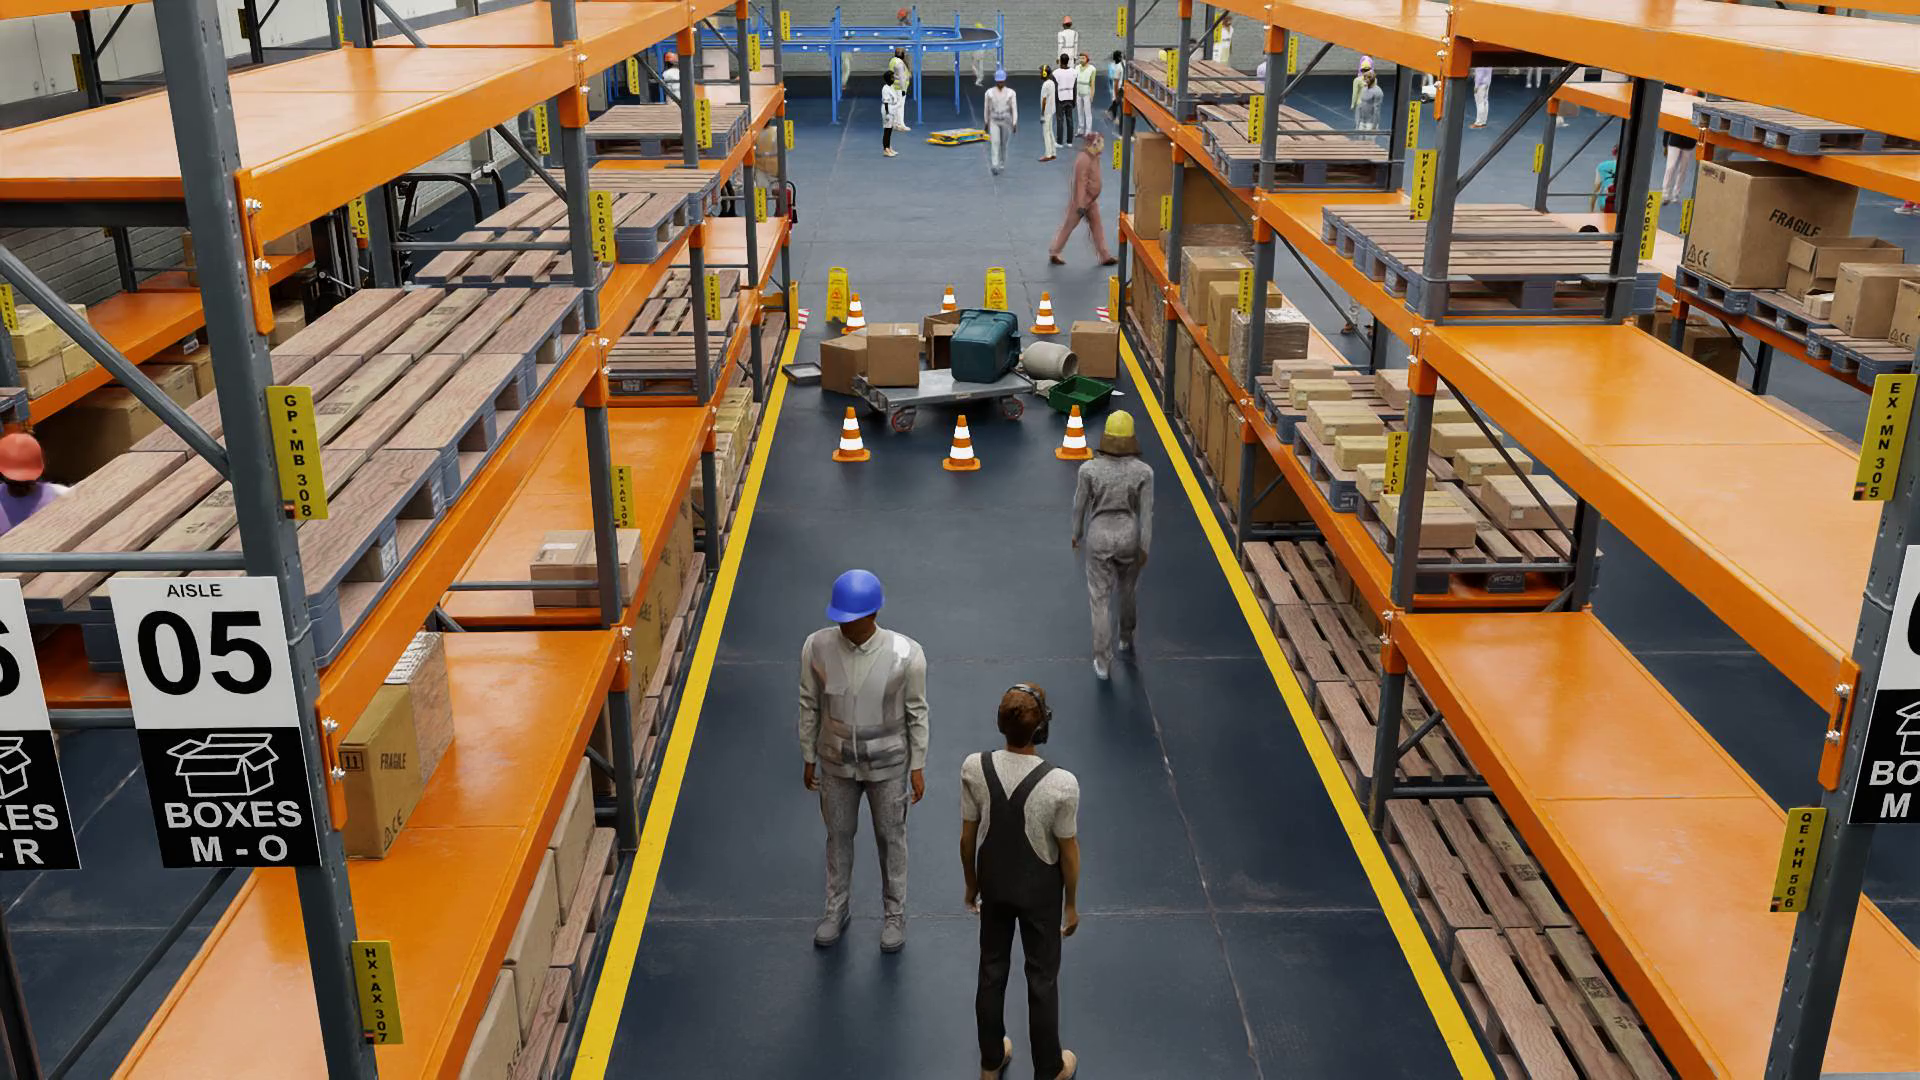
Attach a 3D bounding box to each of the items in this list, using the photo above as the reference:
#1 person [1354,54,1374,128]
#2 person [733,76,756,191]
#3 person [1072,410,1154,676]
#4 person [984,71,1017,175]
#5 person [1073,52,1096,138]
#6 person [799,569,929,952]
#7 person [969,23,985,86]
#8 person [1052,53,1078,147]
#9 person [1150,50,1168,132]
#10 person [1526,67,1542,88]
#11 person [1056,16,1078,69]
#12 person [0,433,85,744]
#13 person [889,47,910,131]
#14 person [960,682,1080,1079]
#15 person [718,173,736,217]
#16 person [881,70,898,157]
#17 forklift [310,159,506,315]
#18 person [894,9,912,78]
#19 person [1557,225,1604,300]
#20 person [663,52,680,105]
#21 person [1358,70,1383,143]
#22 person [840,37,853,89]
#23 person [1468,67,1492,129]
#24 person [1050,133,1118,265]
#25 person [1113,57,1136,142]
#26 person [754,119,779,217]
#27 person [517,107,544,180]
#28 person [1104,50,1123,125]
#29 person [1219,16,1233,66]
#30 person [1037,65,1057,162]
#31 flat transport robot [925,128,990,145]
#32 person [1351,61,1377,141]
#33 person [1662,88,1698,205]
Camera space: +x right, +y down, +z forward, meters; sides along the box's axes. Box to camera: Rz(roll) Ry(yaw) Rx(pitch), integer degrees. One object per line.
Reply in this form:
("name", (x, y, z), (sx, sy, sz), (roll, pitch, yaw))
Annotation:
("person", (9.240, -10.317, 37.768), (0.362, 1.935, 0.553), (-4, 21, -9))
("person", (-3.817, -7.138, 29.283), (0.610, 1.996, 0.378), (8, 22, 19))
("person", (0.988, -0.019, 10.868), (0.508, 1.712, 0.807), (0, 21, 0))
("person", (0.774, -7.919, 31.502), (0.629, 1.897, 0.992), (1, 21, 2))
("person", (2.730, -9.724, 36.344), (0.394, 1.836, 0.560), (-17, 27, -38))
("person", (-0.451, 1.028, 7.769), (0.609, 1.943, 0.402), (4, 21, 10))
("person", (0.498, -13.793, 47.243), (0.501, 1.727, 0.380), (-18, 27, -39))
("person", (2.186, -9.223, 34.903), (0.590, 1.919, 0.392), (-10, 23, -24))
("person", (4.281, -9.676, 36.143), (0.586, 1.893, 0.715), (-5, 21, -14))
("person", (16.139, -13.496, 46.509), (0.511, 1.689, 0.918), (0, 21, 1))
("person", (2.867, -13.060, 44.870), (0.616, 2.041, 0.379), (-11, 24, -28))
("person", (-5.302, 0.347, 9.515), (0.676, 1.972, 1.039), (1, 21, 3))
("person", (-1.361, -10.201, 37.605), (0.429, 1.838, 0.622), (-8, 22, -21))
("person", (0.248, 1.440, 6.820), (0.506, 1.846, 0.351), (9, 22, 22))
("person", (-3.819, -6.055, 26.503), (0.375, 1.937, 0.543), (8, 22, 19))
("person", (-1.425, -8.619, 33.613), (0.315, 1.696, 0.541), (3, 21, 9))
("forklift", (-5.622, -2.910, 17.832), (2.313, 2.155, 1.214), (-1, 21, -1))
("person", (-1.719, -14.677, 49.234), (0.785, 1.984, 0.616), (8, 22, 21))
("person", (5.926, -2.079, 16.019), (0.593, 1.920, 0.392), (-6, 22, -16))
("person", (-6.048, -9.301, 35.100), (0.447, 1.921, 0.552), (18, 27, 40))
("person", (7.633, -7.773, 31.061), (0.376, 1.928, 0.637), (-6, 22, -15))
("person", (-3.162, -13.393, 46.358), (0.422, 1.596, 0.569), (2, 21, 5))
("person", (11.881, -10.348, 37.847), (0.362, 1.938, 0.631), (17, 26, 37))
("person", (1.745, -4.739, 23.179), (1.037, 1.837, 0.716), (8, 22, 21))
("person", (3.678, -9.545, 35.583), (0.689, 2.000, 0.645), (-6, 22, -16))
("person", (-2.999, -5.830, 25.948), (0.545, 1.916, 0.826), (2, 21, 5))
("person", (-7.381, -6.867, 28.800), (0.591, 1.829, 0.404), (17, 27, 38))
("person", (3.597, -10.515, 38.634), (0.476, 1.682, 0.551), (13, 24, 30))
("person", (7.725, -14.387, 48.674), (0.587, 1.830, 0.459), (-18, 27, -39))
("person", (1.733, -8.450, 32.952), (0.340, 1.858, 0.516), (9, 22, 22))
("flat transport robot", (-0.031, -8.685, 35.772), (0.652, 0.197, 1.431), (18, 27, 39))
("person", (8.458, -9.145, 34.907), (0.524, 1.769, 0.326), (-4, 21, -10))
("person", (12.137, -6.602, 27.957), (0.602, 1.935, 0.994), (7, 22, 18))
